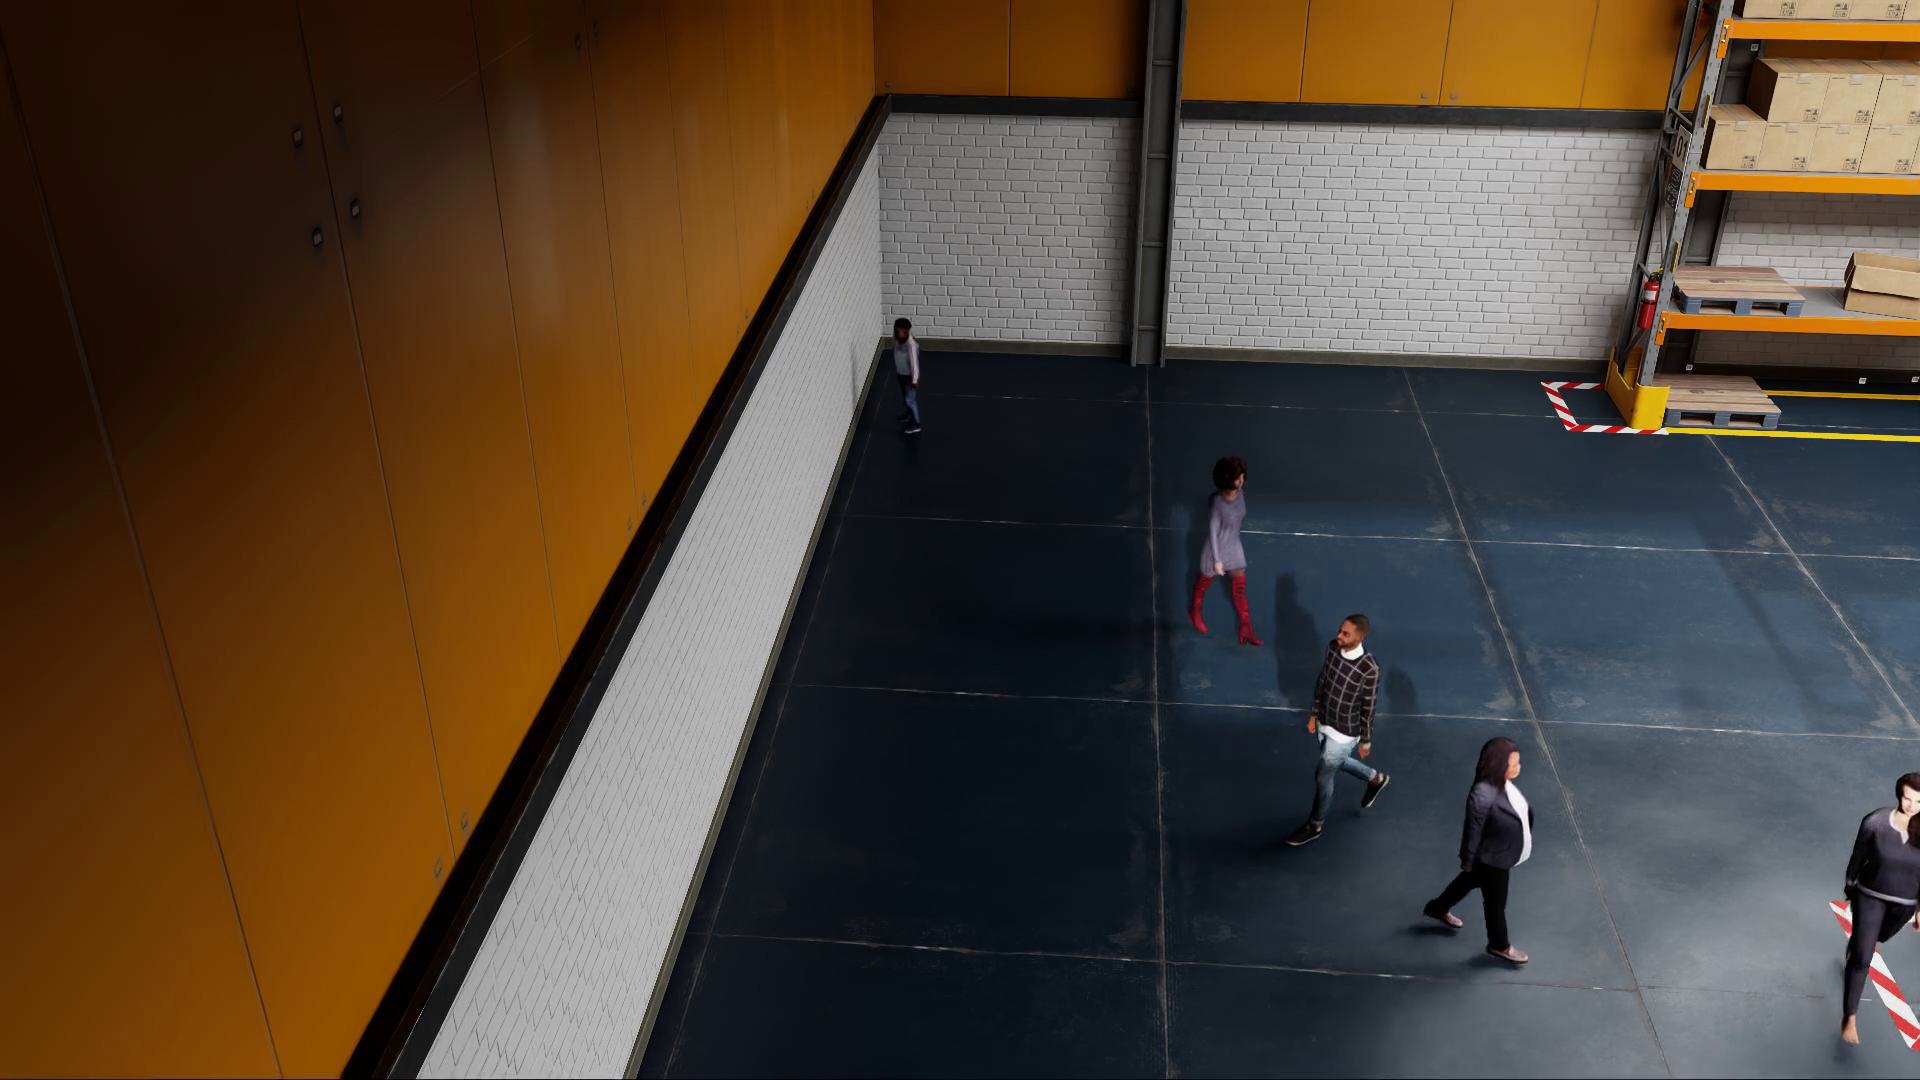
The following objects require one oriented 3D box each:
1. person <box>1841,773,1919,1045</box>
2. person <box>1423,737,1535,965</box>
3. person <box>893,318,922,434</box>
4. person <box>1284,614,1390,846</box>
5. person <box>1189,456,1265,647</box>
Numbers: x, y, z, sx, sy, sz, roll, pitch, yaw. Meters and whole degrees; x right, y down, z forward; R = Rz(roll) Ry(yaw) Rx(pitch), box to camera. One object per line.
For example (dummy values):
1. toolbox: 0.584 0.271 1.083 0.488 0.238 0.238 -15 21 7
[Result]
1. person: 5.639 2.122 10.152 1.134 1.723 0.806 8 30 14
2. person: 3.321 1.931 10.655 1.041 1.576 0.869 13 31 23
3. person: -0.550 -1.795 17.835 0.694 1.241 0.679 -14 31 -23
4. person: 2.733 1.278 11.628 1.249 1.791 1.024 -12 31 -21
5. person: 2.123 0.063 13.969 1.008 1.682 1.049 -19 34 -31
